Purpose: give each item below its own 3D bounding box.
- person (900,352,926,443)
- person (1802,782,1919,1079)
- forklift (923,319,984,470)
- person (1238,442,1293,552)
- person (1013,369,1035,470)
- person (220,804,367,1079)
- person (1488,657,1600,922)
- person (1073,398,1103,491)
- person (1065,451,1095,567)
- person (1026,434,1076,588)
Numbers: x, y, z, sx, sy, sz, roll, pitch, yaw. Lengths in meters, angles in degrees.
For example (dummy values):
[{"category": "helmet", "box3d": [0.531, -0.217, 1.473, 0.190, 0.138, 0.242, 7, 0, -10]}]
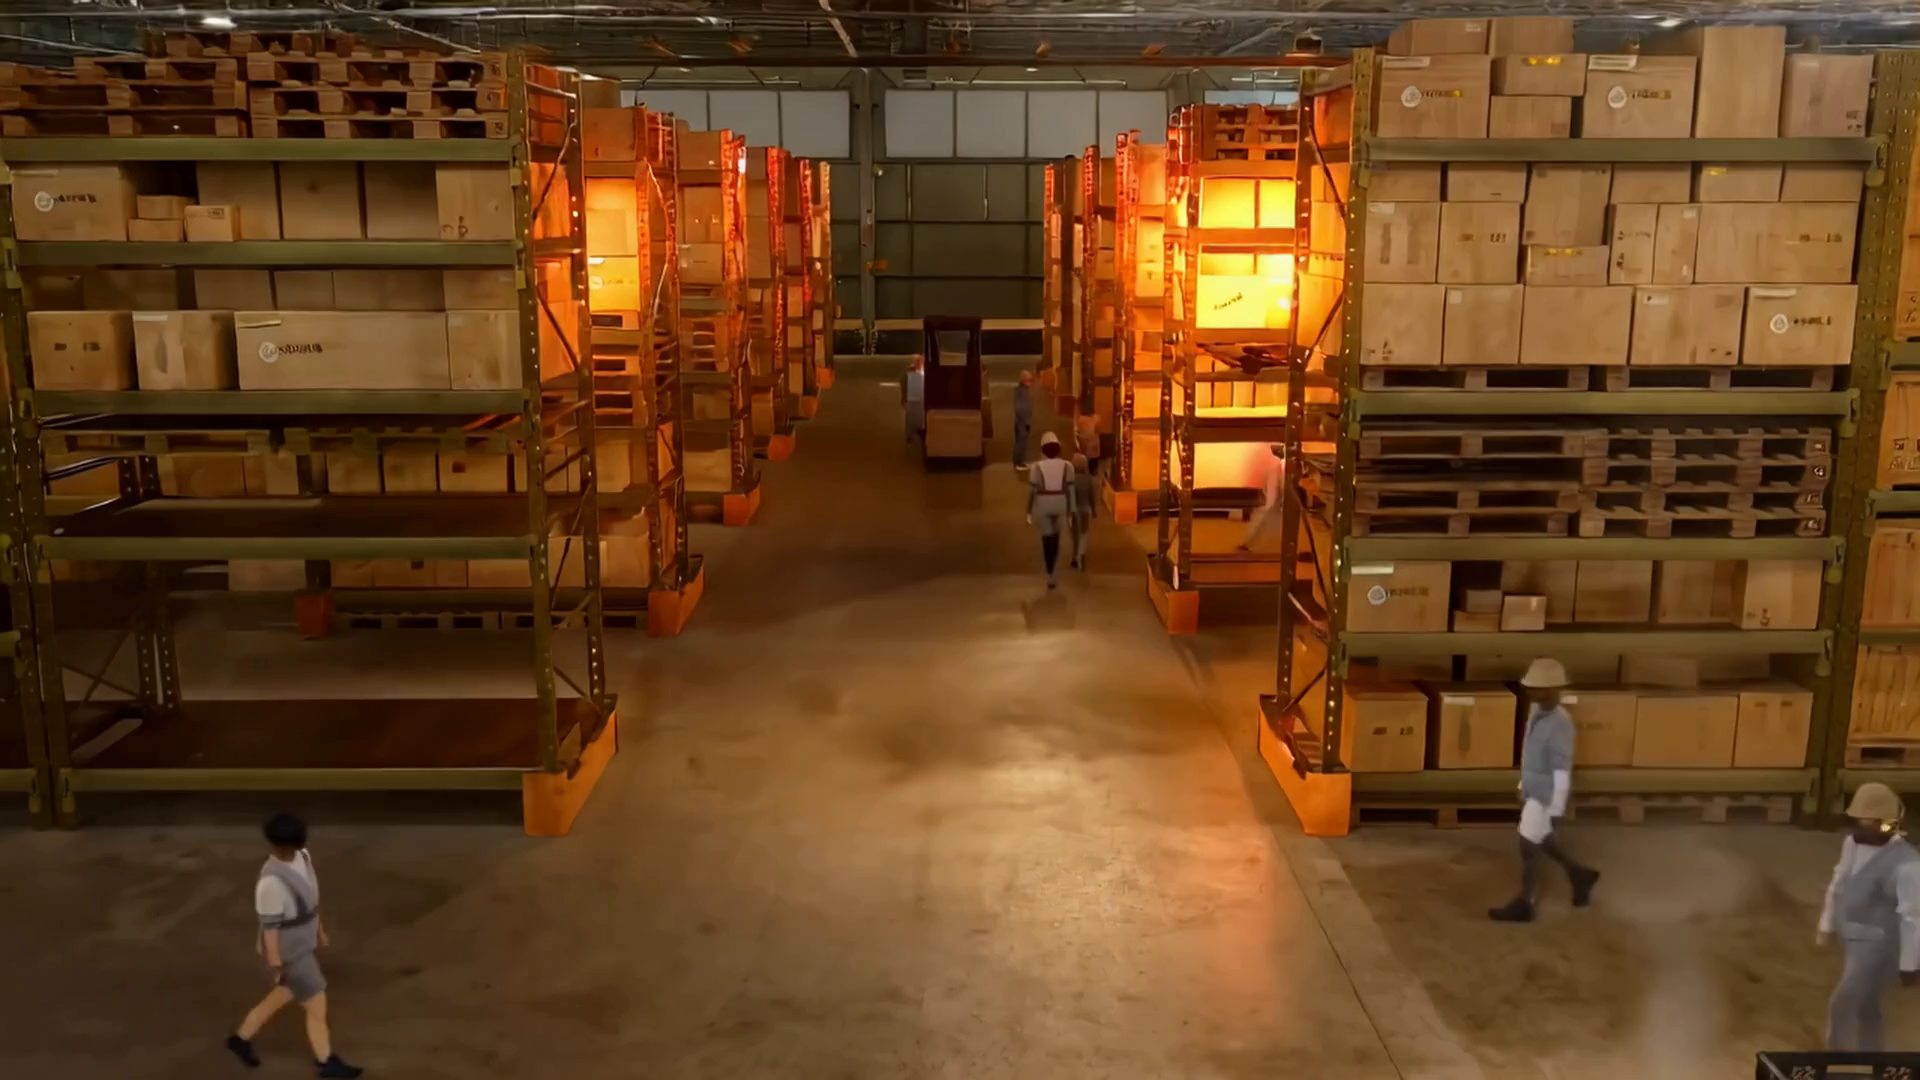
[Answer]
[{"category": "person", "box3d": [-0.939, -2.988, 34.940, 0.650, 1.904, 0.401, -1, 11, -3]}, {"category": "person", "box3d": [4.981, 2.229, 9.314, 0.719, 1.805, 0.619, 0, 11, 0]}, {"category": "forklift", "box3d": [-0.128, -2.807, 31.610, 1.129, 2.768, 1.873, 0, 11, -2]}, {"category": "person", "box3d": [4.384, -0.593, 23.385, 0.938, 1.789, 0.590, 1, 11, 3]}, {"category": "person", "box3d": [1.217, -2.281, 31.466, 0.396, 1.898, 0.642, -2, 12, -10]}, {"category": "person", "box3d": [-3.849, 2.281, 9.411, 0.796, 1.667, 0.528, -1, 11, -6]}, {"category": "person", "box3d": [4.094, 1.732, 11.513, 0.699, 1.924, 0.562, 0, 11, 1]}, {"category": "person", "box3d": [2.237, -1.652, 28.944, 0.576, 1.633, 0.883, 0, 11, -2]}, {"category": "person", "box3d": [1.597, -0.412, 22.852, 0.527, 1.620, 0.380, 1, 11, 5]}, {"category": "person", "box3d": [1.183, -0.415, 22.000, 0.620, 1.976, 1.063, -1, 12, -7]}]
